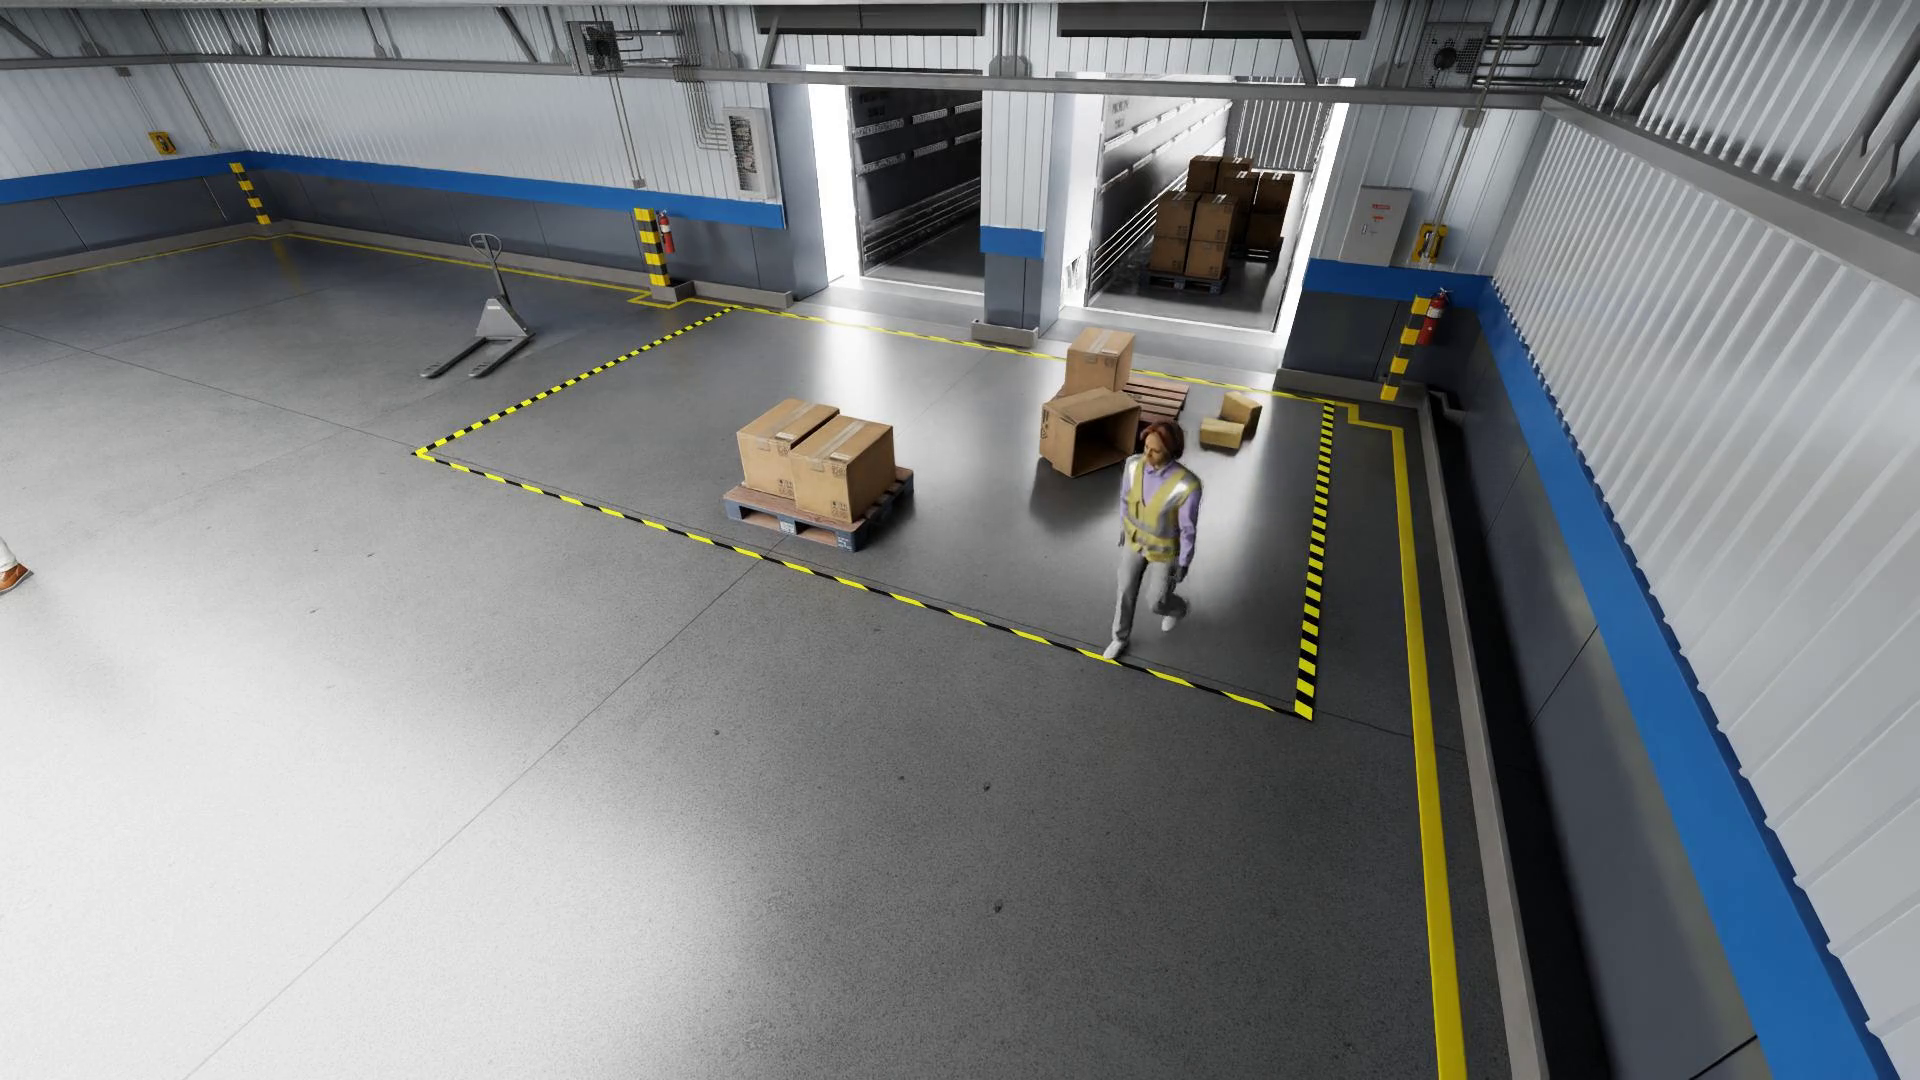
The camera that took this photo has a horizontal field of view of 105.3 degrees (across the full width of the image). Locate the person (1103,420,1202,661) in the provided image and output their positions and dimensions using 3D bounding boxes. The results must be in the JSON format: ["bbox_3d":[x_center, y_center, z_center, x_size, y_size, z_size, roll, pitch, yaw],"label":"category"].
[{"bbox_3d":[1.165,0.012,4.267,0.617,1.616,0.527,-27,44,-33],"label":"person"}]

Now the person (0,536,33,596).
[{"bbox_3d":[-6.882,-0.468,4.668,0.603,1.948,0.387,0,35,0],"label":"person"}]

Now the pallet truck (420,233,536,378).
[{"bbox_3d":[-5.664,-2.712,8.427,0.680,1.201,1.601,0,35,-1],"label":"pallet truck"}]
